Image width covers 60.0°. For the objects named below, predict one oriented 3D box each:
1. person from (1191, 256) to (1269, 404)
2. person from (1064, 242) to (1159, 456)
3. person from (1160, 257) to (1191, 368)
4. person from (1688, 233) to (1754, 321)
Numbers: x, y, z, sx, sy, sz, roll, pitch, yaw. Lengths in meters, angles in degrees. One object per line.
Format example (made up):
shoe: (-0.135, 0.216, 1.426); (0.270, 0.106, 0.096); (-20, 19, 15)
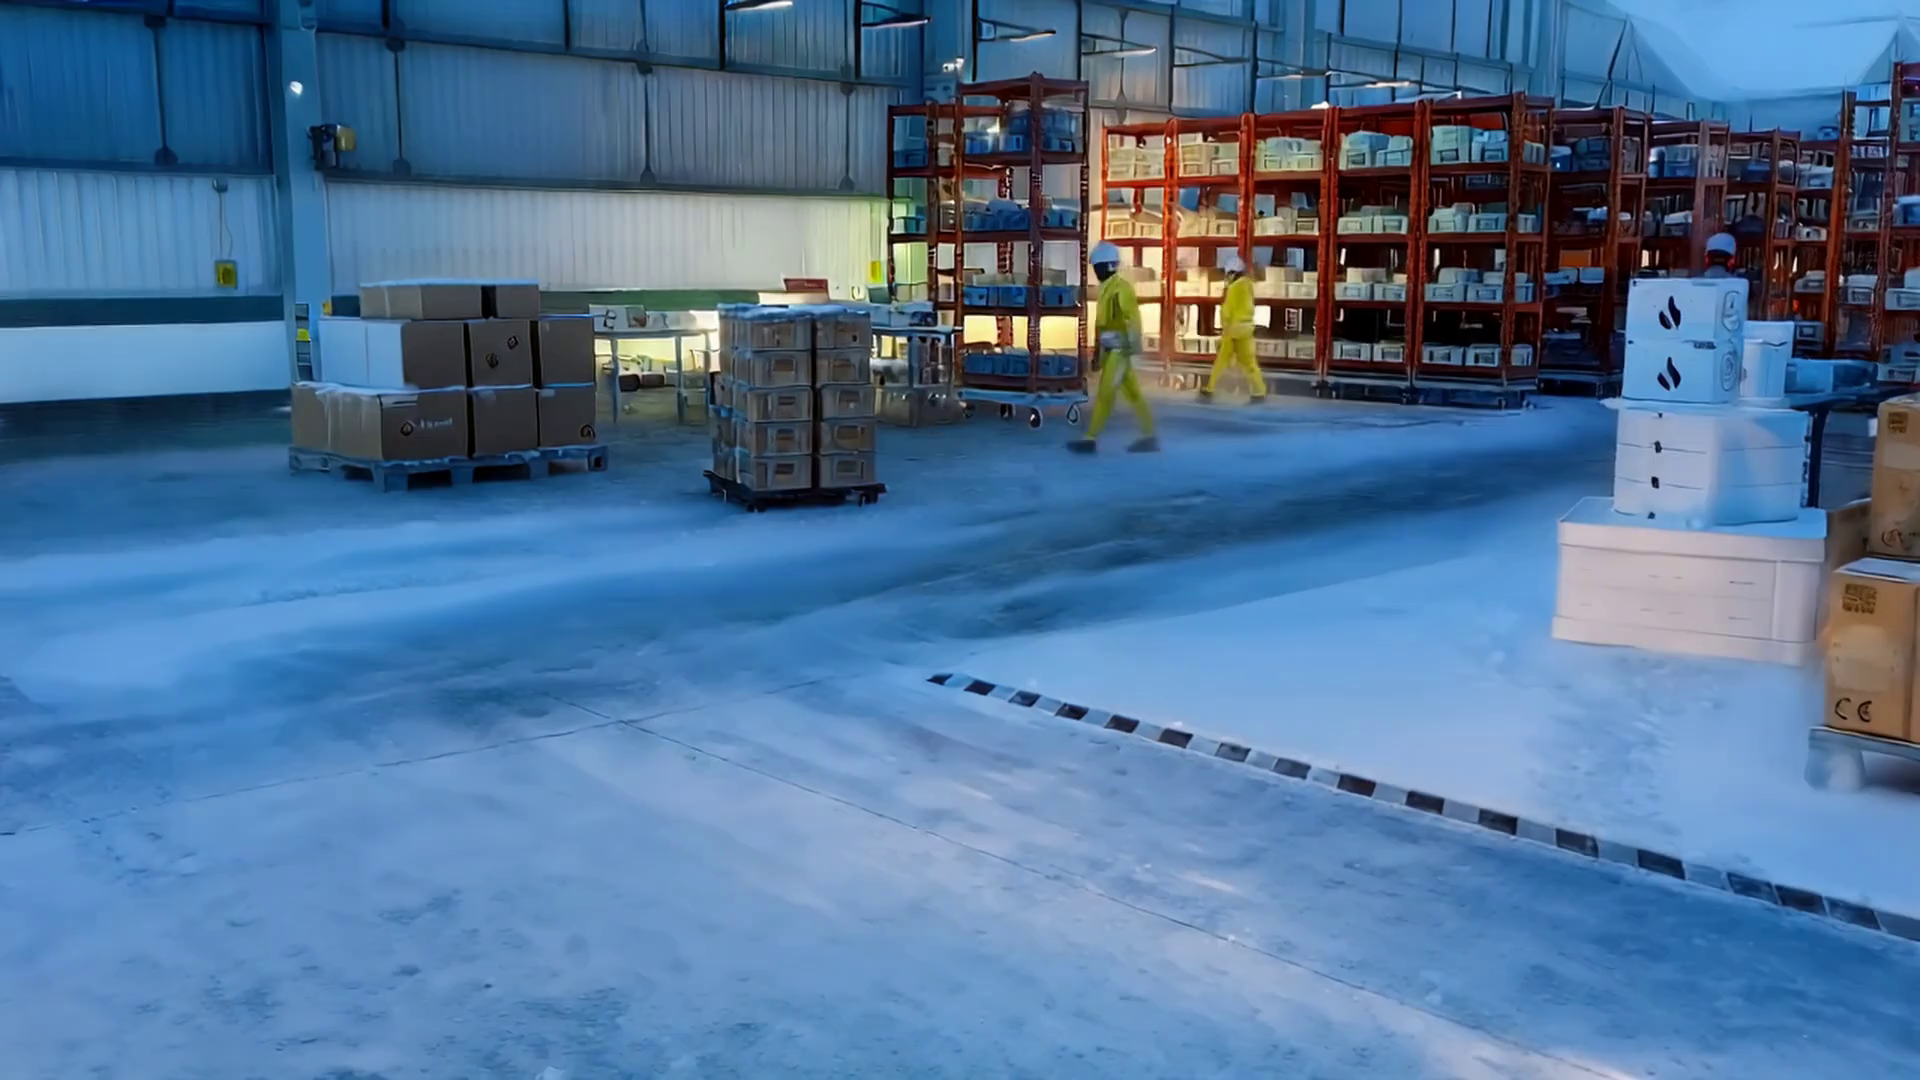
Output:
person: (3.323, -2.523, 20.088); (0.949, 1.780, 0.618); (5, 11, 30)
person: (1.373, -1.686, 14.764); (0.978, 1.887, 0.615); (-2, 10, -15)
person: (3.591, -3.723, 27.193); (0.699, 1.823, 0.577); (-5, 11, -29)
person: (5.975, -1.469, 13.287); (0.620, 1.951, 0.992); (7, 12, 36)
